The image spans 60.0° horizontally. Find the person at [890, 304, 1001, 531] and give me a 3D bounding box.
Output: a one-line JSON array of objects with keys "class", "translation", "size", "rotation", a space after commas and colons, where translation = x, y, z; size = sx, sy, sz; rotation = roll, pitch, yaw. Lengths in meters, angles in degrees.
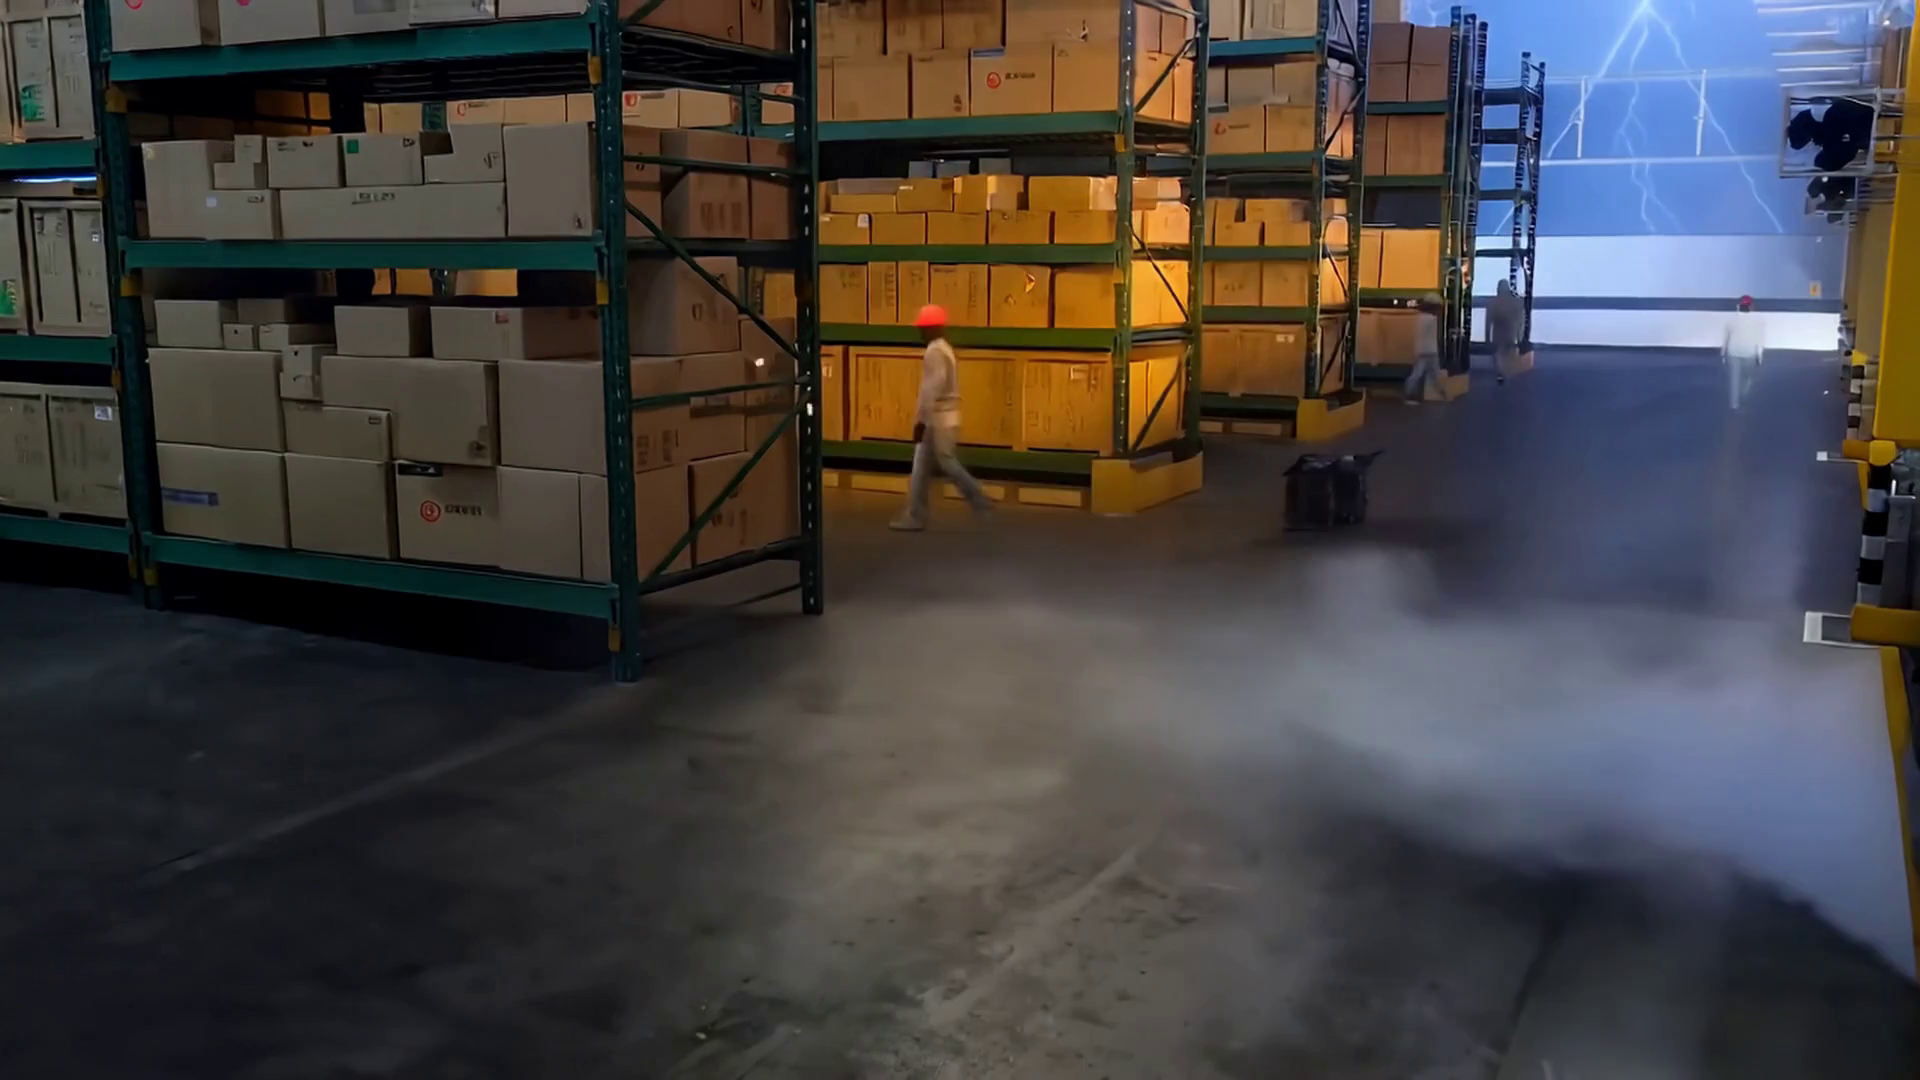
[{"class": "person", "translation": [-0.118, -1.016, 13.941], "size": [0.892, 1.922, 0.615], "rotation": [1, 10, 4]}]

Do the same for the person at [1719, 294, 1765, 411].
[{"class": "person", "translation": [11.650, -2.800, 24.798], "size": [0.600, 1.712, 0.829], "rotation": [4, 11, 23]}]

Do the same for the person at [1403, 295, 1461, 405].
[{"class": "person", "translation": [7.243, -2.896, 25.449], "size": [0.901, 1.679, 0.546], "rotation": [2, 10, 12]}]

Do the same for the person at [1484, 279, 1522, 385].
[{"class": "person", "translation": [9.657, -3.690, 29.499], "size": [0.655, 1.882, 0.737], "rotation": [-1, 10, -3]}]
